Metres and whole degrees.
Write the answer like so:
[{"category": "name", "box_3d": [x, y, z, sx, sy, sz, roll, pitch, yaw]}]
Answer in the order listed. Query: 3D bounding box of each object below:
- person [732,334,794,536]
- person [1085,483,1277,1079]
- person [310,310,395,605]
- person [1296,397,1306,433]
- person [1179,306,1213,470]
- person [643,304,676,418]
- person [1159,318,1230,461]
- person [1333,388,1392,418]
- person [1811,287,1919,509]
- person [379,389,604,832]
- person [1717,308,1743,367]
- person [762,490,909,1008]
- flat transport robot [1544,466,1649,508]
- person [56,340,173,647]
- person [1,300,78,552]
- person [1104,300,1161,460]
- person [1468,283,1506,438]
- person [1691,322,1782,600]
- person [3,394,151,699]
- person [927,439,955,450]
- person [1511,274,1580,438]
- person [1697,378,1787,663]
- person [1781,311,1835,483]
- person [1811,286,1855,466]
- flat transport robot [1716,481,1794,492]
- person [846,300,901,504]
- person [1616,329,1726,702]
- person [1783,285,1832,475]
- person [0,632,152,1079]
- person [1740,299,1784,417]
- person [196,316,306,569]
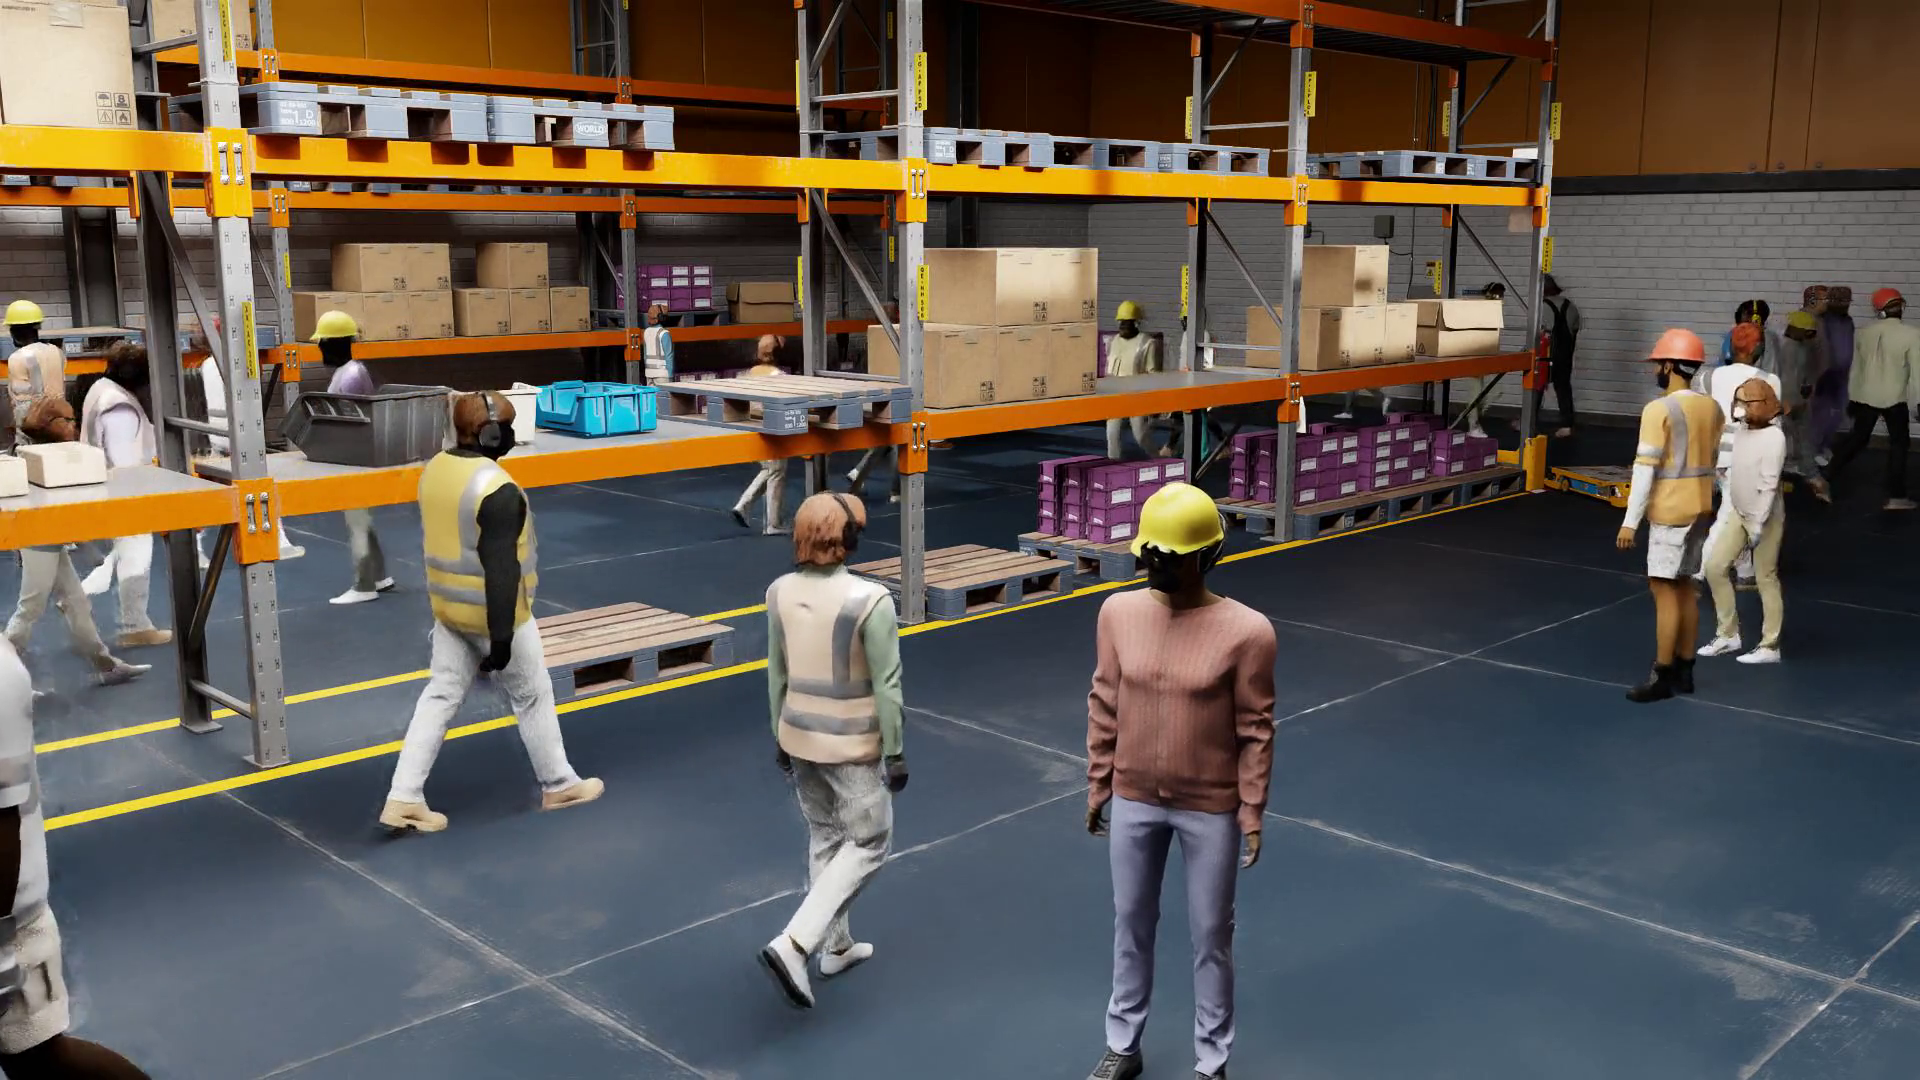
[{"category": "person", "box_3d": [-1.541, -0.829, 13.286, 0.411, 1.624, 0.526, -8, 13, -36]}, {"category": "person", "box_3d": [0.581, 0.714, 4.520, 0.523, 1.762, 0.328, 5, 12, 26]}, {"category": "person", "box_3d": [-4.003, -0.535, 10.904, 0.375, 1.933, 0.592, -4, 11, -23]}, {"category": "person", "box_3d": [3.890, -2.041, 19.279, 0.323, 1.861, 0.514, 2, 11, 13]}, {"category": "person", "box_3d": [2.387, -1.585, 17.061, 0.323, 1.761, 0.523, -5, 11, -24]}, {"category": "person", "box_3d": [-3.368, -1.819, 18.664, 0.307, 1.639, 0.514, -10, 14, -43]}, {"category": "person", "box_3d": [2.521, -1.655, 17.732, 0.880, 1.653, 0.531, 1, 10, 3]}, {"category": "person", "box_3d": [5.312, -2.389, 21.840, 0.662, 1.610, 0.507, 4, 11, 20]}, {"category": "person", "box_3d": [8.073, -1.234, 14.607, 0.791, 1.970, 0.684, -5, 11, -24]}, {"category": "person", "box_3d": [-1.962, 0.290, 6.742, 0.628, 1.806, 0.946, 9, 14, 40]}, {"category": "person", "box_3d": [8.522, -1.767, 18.361, 0.545, 1.643, 0.859, -9, 14, -41]}, {"category": "person", "box_3d": [-0.433, 0.657, 5.204, 0.525, 1.617, 0.553, 8, 13, 37]}, {"category": "flat transport robot", "box_3d": [6.000, -0.503, 15.218, 0.652, 0.197, 1.431, -2, 11, -9]}, {"category": "person", "box_3d": [-4.886, -0.246, 9.600, 0.542, 1.817, 0.668, -6, 12, -31]}, {"category": "person", "box_3d": [-6.885, -0.821, 12.427, 0.363, 1.929, 0.585, 0, 10, 1]}, {"category": "person", "box_3d": [1.648, -1.370, 15.768, 0.601, 1.807, 0.823, 8, 13, 37]}, {"category": "person", "box_3d": [6.247, -2.122, 19.734, 0.566, 1.848, 0.408, -5, 11, -25]}, {"category": "person", "box_3d": [5.136, -0.526, 11.054, 0.976, 1.842, 0.582, -5, 12, -27]}, {"category": "person", "box_3d": [-4.729, 0.038, 8.675, 0.806, 1.585, 0.499, -7, 13, -34]}, {"category": "person", "box_3d": [-0.315, -1.977, 18.721, 0.370, 1.934, 0.627, -7, 12, -32]}, {"category": "person", "box_3d": [7.080, -2.262, 19.979, 0.707, 2.000, 1.039, -2, 11, -13]}, {"category": "person", "box_3d": [4.411, -0.095, 9.318, 0.540, 1.612, 0.515, -1, 10, -7]}, {"category": "person", "box_3d": [8.009, -1.380, 16.123, 0.876, 1.693, 0.488, 8, 13, 38]}, {"category": "person", "box_3d": [9.093, -1.701, 17.335, 0.668, 1.884, 0.437, -5, 12, -27]}, {"category": "flat transport robot", "box_3d": [6.982, -0.579, 15.633, 1.431, 0.197, 0.652, -2, 11, -8]}, {"category": "person", "box_3d": [-0.671, -1.219, 14.861, 0.568, 1.834, 0.505, -6, 12, -29]}, {"category": "person", "box_3d": [3.687, -0.132, 8.726, 0.681, 1.926, 0.406, -8, 13, -35]}, {"category": "person", "box_3d": [8.571, -1.614, 16.810, 0.401, 1.910, 0.640, 6, 12, 29]}, {"category": "person", "box_3d": [-2.199, 0.770, 3.760, 0.610, 1.935, 0.931, 7, 13, 34]}, {"category": "person", "box_3d": [7.110, -1.225, 14.864, 0.542, 1.841, 0.546, 7, 13, 34]}, {"category": "person", "box_3d": [-5.307, -0.708, 12.062, 0.589, 1.844, 0.964, 7, 12, 33]}]
